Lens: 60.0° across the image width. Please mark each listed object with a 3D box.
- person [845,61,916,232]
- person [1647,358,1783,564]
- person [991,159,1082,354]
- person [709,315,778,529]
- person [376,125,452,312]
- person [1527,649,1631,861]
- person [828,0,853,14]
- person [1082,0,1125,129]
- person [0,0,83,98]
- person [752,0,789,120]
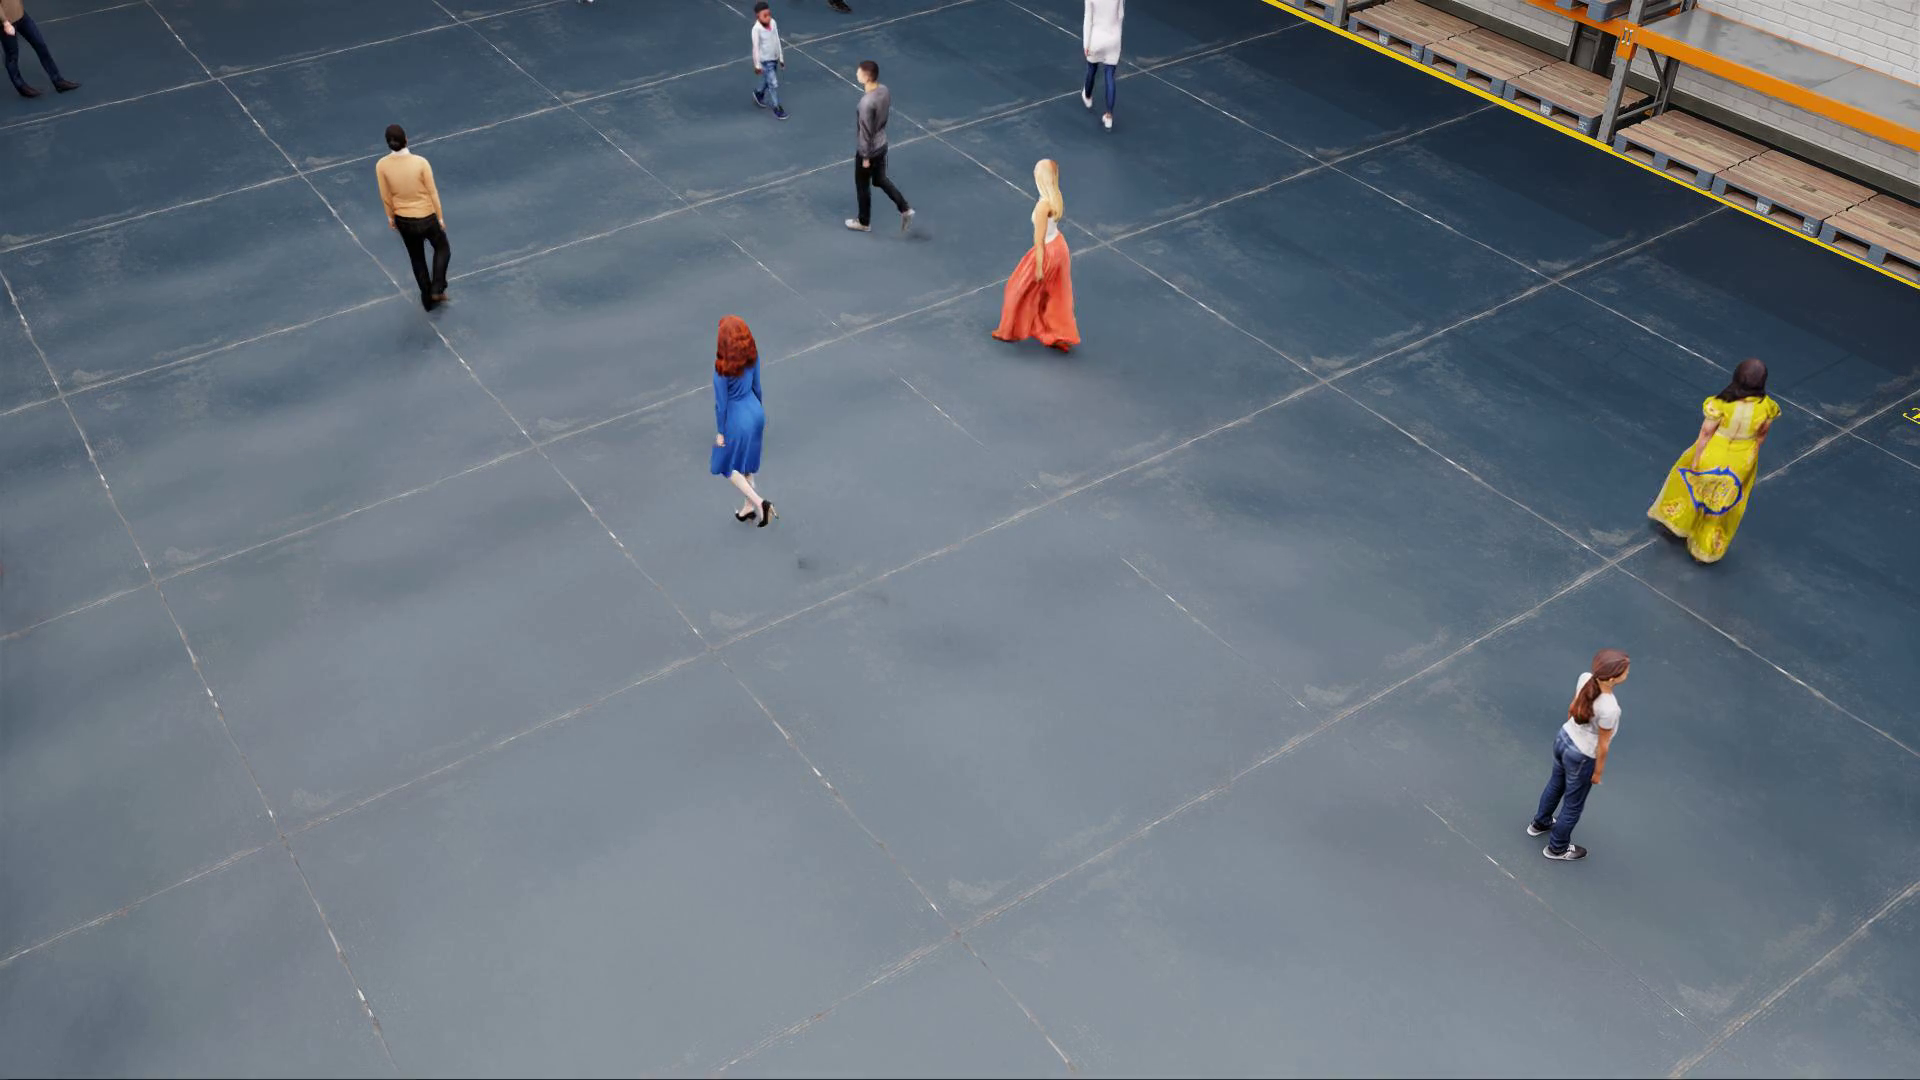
[{"bbox_3d":[-0.768,-3.719,15.853,1.067,1.749,0.885,18,42,21],"label":"person"},{"bbox_3d":[5.490,-0.523,11.939,0.990,1.638,1.051,8,39,10],"label":"person"},{"bbox_3d":[0.827,-2.367,14.137,1.143,1.777,0.978,15,41,18],"label":"person"},{"bbox_3d":[-1.544,-0.781,12.124,0.865,1.811,0.751,25,45,28],"label":"person"},{"bbox_3d":[-4.814,-2.796,14.701,0.793,1.743,0.824,-1,39,-1],"label":"person"},{"bbox_3d":[3.663,1.236,9.797,0.678,1.562,0.577,-6,39,-8],"label":"person"},{"bbox_3d":[-1.570,-7.341,20.407,0.810,1.725,0.798,22,43,25],"label":"person"},{"bbox_3d":[1.571,-5.282,17.838,0.965,1.713,1.178,-4,39,-5],"label":"person"},{"bbox_3d":[-10.549,-5.769,18.329,1.068,1.862,1.011,6,39,7],"label":"person"},{"bbox_3d":[-2.136,-5.299,18.231,0.899,1.249,0.606,29,47,31],"label":"person"}]
